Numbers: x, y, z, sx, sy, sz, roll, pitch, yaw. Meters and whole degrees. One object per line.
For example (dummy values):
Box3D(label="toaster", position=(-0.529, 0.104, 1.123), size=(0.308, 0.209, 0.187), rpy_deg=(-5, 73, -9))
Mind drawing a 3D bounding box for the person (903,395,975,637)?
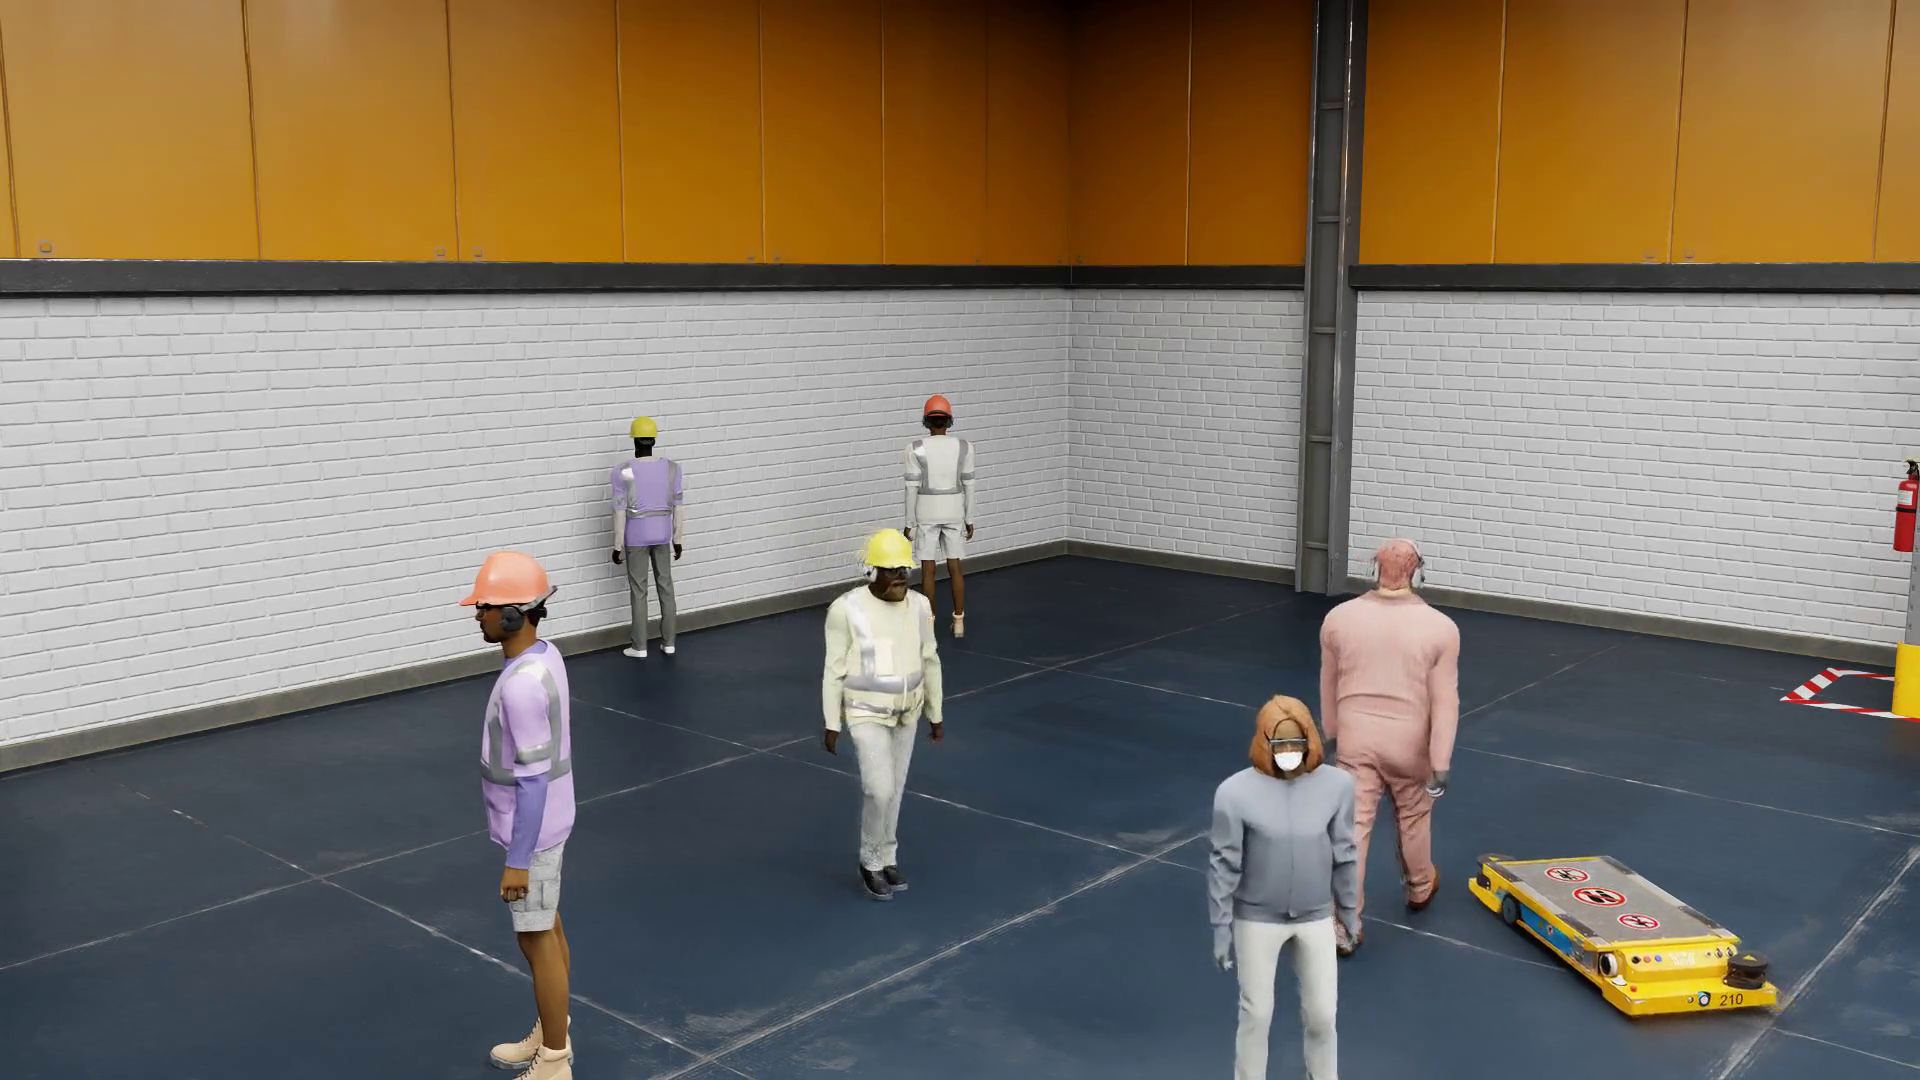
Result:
Box3D(label="person", position=(-0.183, -0.190, 13.910), size=(0.614, 2.039, 0.390), rpy_deg=(-3, 9, -16))

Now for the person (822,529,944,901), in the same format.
Box3D(label="person", position=(-0.335, 0.848, 8.084), size=(0.625, 1.814, 0.513), rpy_deg=(-7, 11, -37))

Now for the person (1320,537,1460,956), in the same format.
Box3D(label="person", position=(1.963, 0.907, 7.622), size=(0.663, 1.848, 1.026), rpy_deg=(5, 10, 27))

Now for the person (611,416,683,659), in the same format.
Box3D(label="person", position=(-2.482, -0.018, 13.185), size=(0.594, 1.926, 0.367), rpy_deg=(-6, 11, -33))

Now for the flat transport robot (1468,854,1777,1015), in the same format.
Box3D(label="flat transport robot", position=(2.916, 1.719, 7.460), size=(0.652, 0.197, 1.431), rpy_deg=(-2, 9, -9))

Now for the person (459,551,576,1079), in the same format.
Box3D(label="person", position=(-1.607, 1.051, 6.112), size=(0.376, 2.043, 0.609), rpy_deg=(-2, 9, -10))

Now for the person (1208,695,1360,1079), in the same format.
Box3D(label="person", position=(1.112, 1.325, 5.706), size=(0.536, 1.624, 0.330), rpy_deg=(-1, 9, -4))
